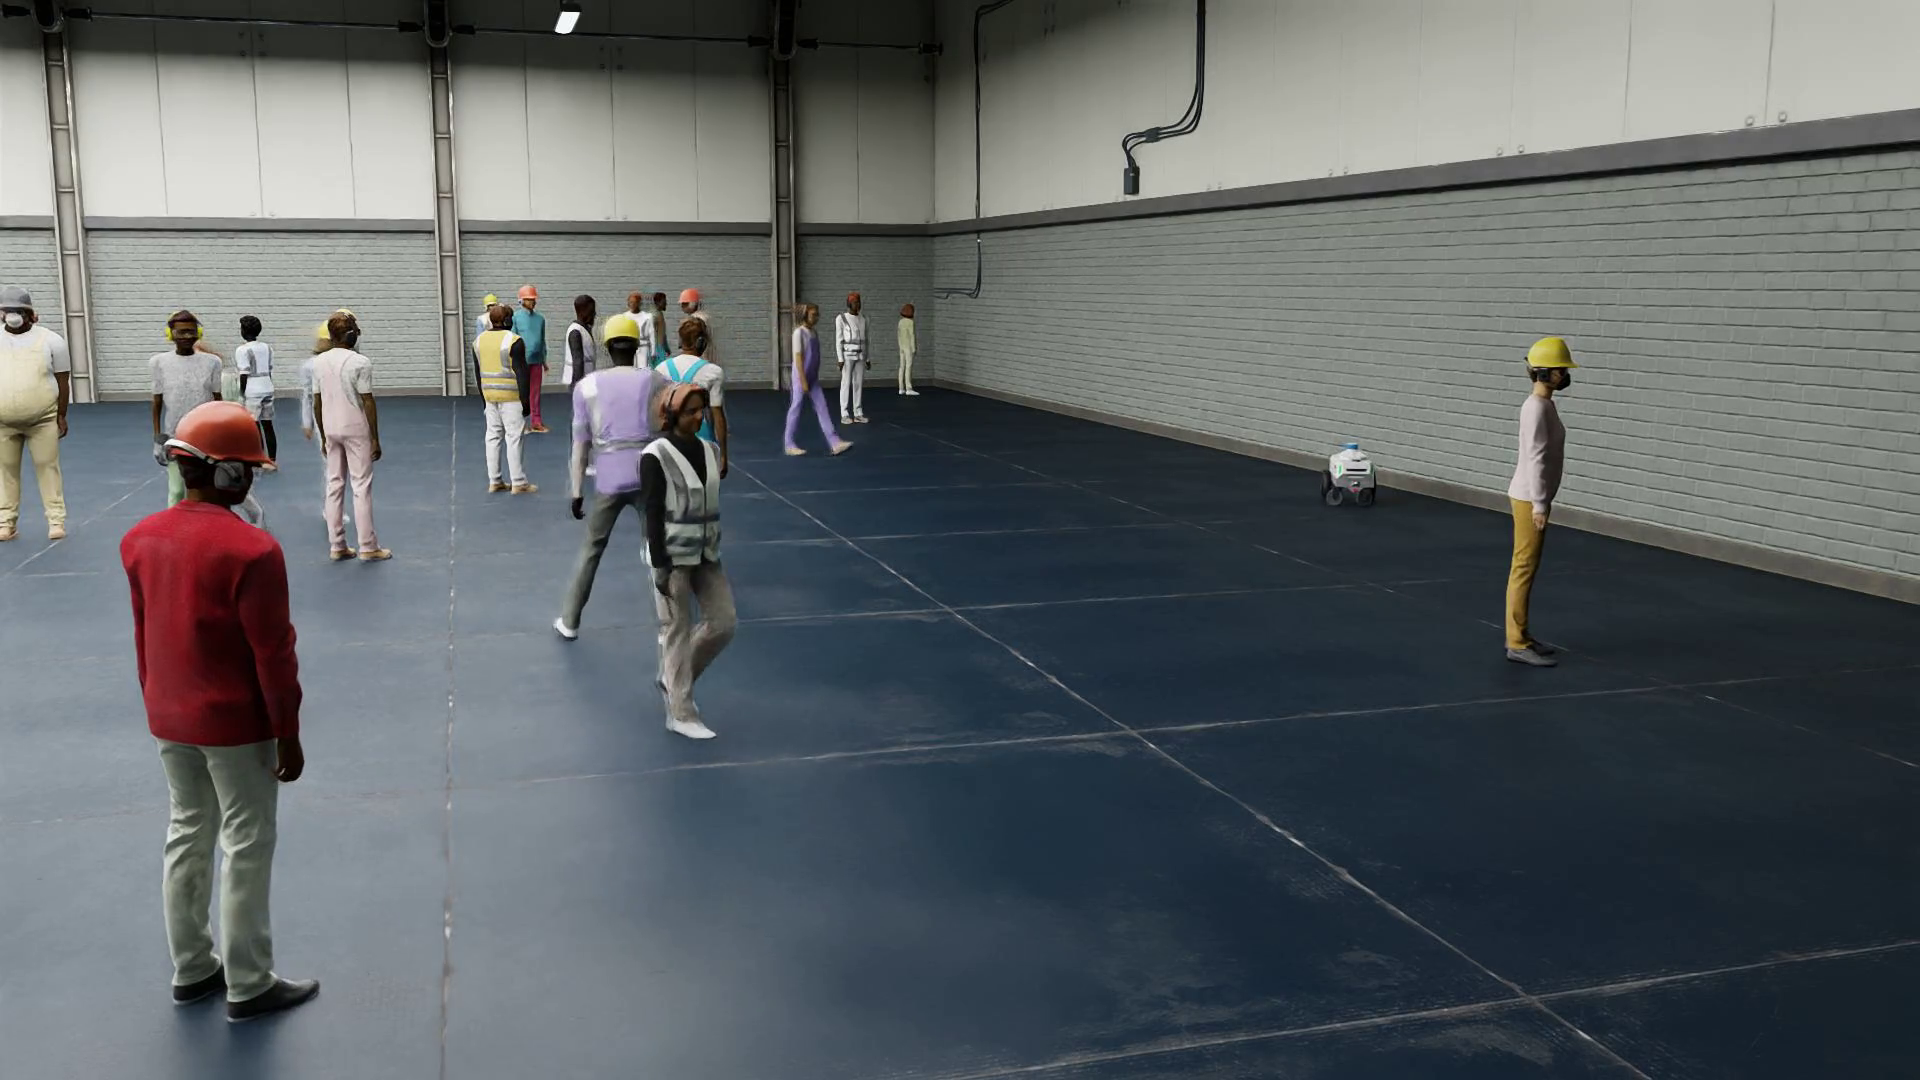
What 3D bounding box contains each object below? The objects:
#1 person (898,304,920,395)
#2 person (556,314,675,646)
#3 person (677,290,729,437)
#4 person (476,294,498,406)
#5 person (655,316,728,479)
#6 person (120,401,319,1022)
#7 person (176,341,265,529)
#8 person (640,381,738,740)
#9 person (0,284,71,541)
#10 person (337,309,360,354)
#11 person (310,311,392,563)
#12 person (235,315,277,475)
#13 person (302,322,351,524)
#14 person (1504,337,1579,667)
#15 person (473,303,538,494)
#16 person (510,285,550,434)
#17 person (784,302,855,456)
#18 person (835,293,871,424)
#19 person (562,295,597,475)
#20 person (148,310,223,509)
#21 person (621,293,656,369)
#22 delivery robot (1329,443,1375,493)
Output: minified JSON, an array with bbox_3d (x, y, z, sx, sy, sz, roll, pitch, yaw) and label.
[{"bbox_3d":[-0.941,-3.429,29.978,0.285,1.632,0.499,-6,11,-32],"label":"person"},{"bbox_3d":[-1.954,-0.340,9.495,0.721,1.889,0.515,-1,9,-9],"label":"person"},{"bbox_3d":[-3.530,-2.297,21.774,1.025,1.938,0.610,-4,10,-24],"label":"person"},{"bbox_3d":[-7.628,-3.091,27.187,0.595,1.831,0.403,-8,12,-41],"label":"person"},{"bbox_3d":[-1.808,-0.591,11.239,0.517,1.836,0.349,2,9,15],"label":"person"},{"bbox_3d":[-2.066,0.482,4.696,0.573,1.740,0.355,4,10,25],"label":"person"},{"bbox_3d":[-5.855,-0.768,13.066,0.541,1.615,0.746,3,9,20],"label":"person"},{"bbox_3d":[-1.231,0.097,7.496,0.388,1.625,0.523,6,11,35],"label":"person"},{"bbox_3d":[-7.460,-1.008,13.238,0.684,2.000,0.538,-3,9,-18],"label":"person"},{"bbox_3d":[-6.939,-1.743,18.869,0.296,1.745,0.484,-2,9,-12],"label":"person"},{"bbox_3d":[-4.481,-0.747,12.199,0.506,1.846,0.346,2,9,14],"label":"person"},{"bbox_3d":[-7.518,-1.543,17.744,0.319,1.696,0.532,2,9,12],"label":"person"},{"bbox_3d":[-5.296,-1.001,14.195,0.690,1.716,0.501,6,11,35],"label":"person"},{"bbox_3d":[3.145,-0.212,9.028,0.321,1.769,0.523,3,9,20],"label":"person"},{"bbox_3d":[-4.403,-1.365,16.143,0.625,1.846,0.429,5,10,27],"label":"person"},{"bbox_3d":[-5.812,-2.427,22.437,0.377,1.995,0.608,6,11,35],"label":"person"},{"bbox_3d":[-1.696,-1.857,19.406,0.942,1.798,0.541,4,10,26],"label":"person"},{"bbox_3d":[-1.532,-2.619,24.016,0.576,1.885,0.355,-8,12,-42],"label":"person"},{"bbox_3d":[-4.034,-1.648,17.715,0.372,1.914,0.597,-1,9,-4],"label":"person"},{"bbox_3d":[-5.596,-0.736,12.097,0.509,1.860,0.320,-5,10,-29],"label":"person"},{"bbox_3d":[-5.093,-2.956,26.205,0.590,1.866,0.438,2,9,12],"label":"person"},{"bbox_3d":[3.635,-0.659,15.436,0.477,0.478,0.707,1,9,6],"label":"delivery robot"}]
